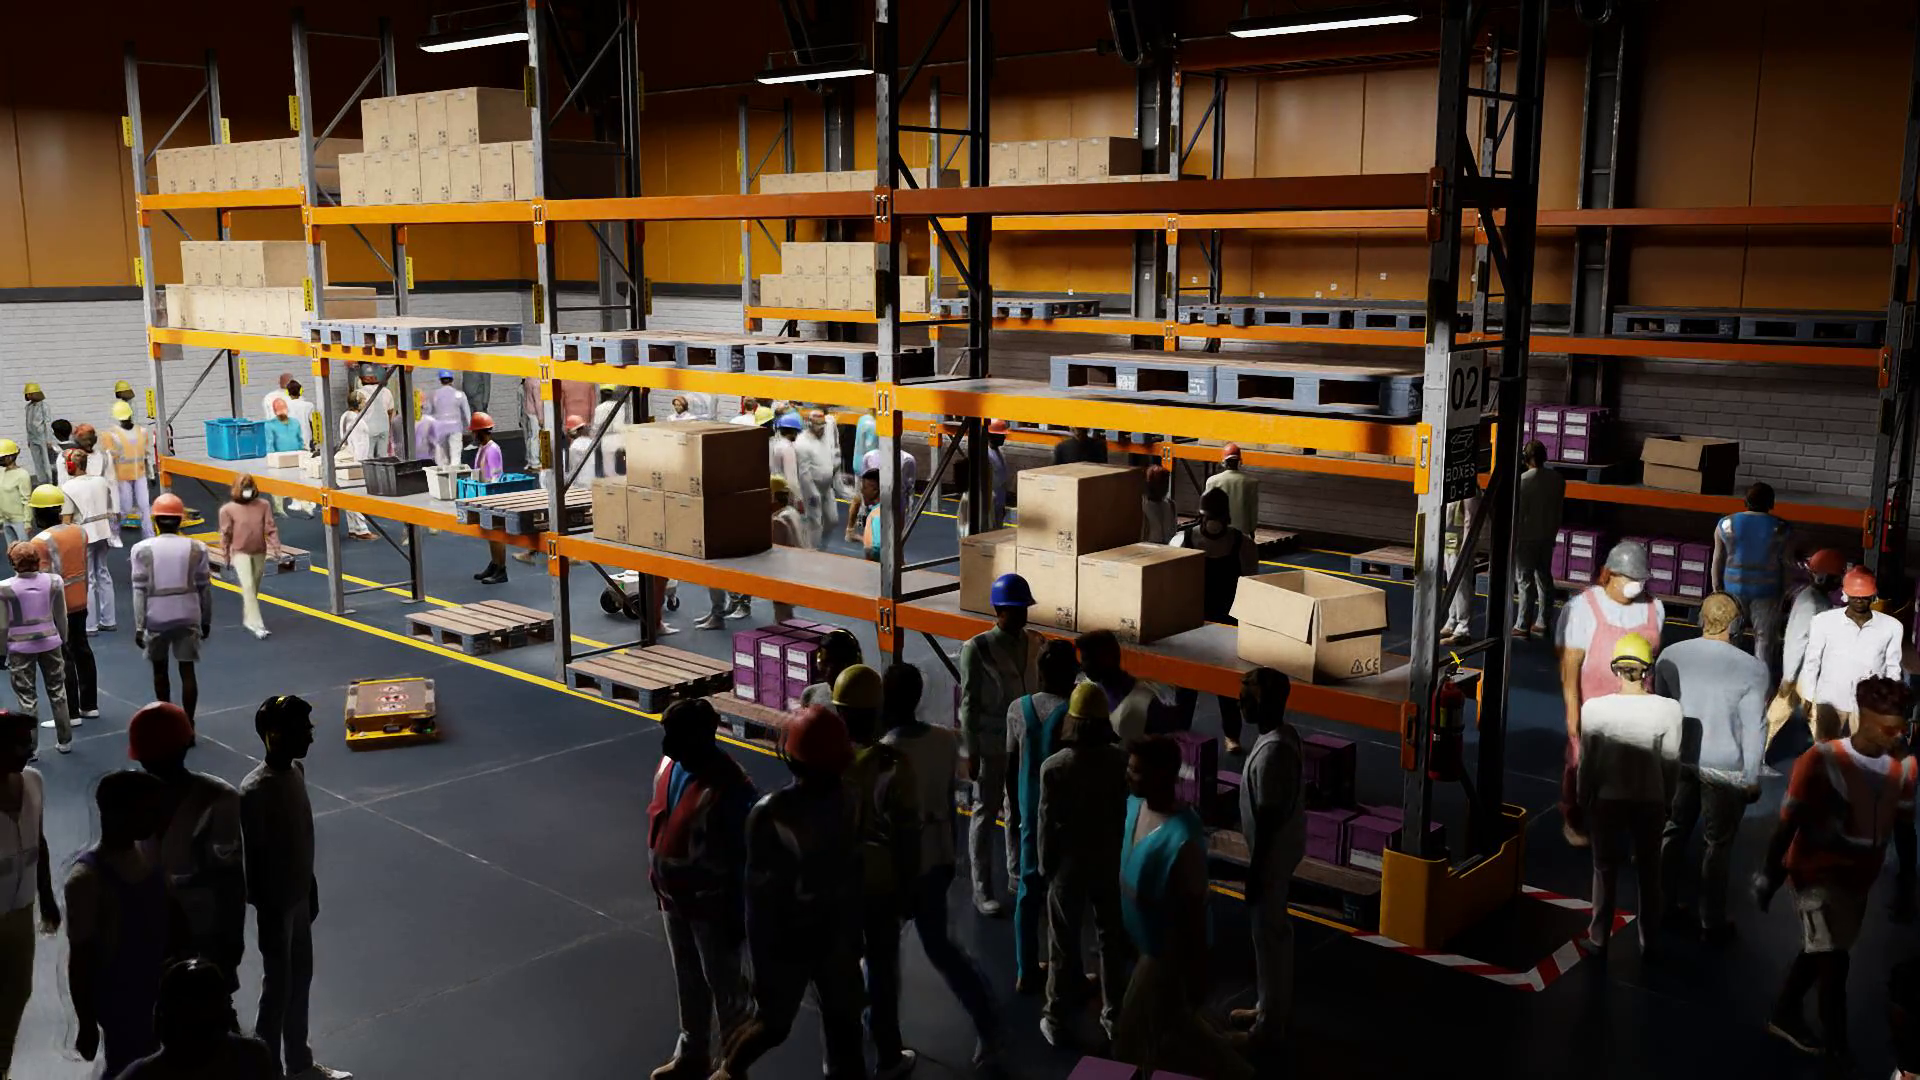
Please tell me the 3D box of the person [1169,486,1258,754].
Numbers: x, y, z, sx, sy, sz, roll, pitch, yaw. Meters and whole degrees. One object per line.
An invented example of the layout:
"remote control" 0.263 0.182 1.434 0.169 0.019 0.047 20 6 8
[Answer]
"person" 1.862 0.592 12.344 0.684 2.000 0.536 1 10 7

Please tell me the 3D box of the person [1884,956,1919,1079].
"person" 2.579 2.035 4.438 0.377 1.958 0.599 2 10 14

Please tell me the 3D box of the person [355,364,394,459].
"person" -8.828 -1.620 24.853 0.538 2.000 0.689 7 12 33

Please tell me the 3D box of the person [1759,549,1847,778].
"person" 5.953 0.892 11.603 0.890 1.699 0.570 6 12 30

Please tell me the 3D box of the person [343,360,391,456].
"person" -10.381 -2.262 28.785 1.057 1.926 0.653 -3 10 -16

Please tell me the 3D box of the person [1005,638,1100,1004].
"person" 0.471 1.398 8.338 0.515 1.843 0.326 6 12 31

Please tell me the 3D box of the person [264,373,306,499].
"person" -10.113 -1.584 25.123 0.640 1.877 0.743 -1 10 -4

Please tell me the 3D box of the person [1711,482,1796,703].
"person" 6.580 0.433 13.810 0.636 1.840 0.429 6 12 32

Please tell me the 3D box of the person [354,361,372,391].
"person" -10.032 -2.154 28.076 0.366 1.964 0.610 -4 11 -23

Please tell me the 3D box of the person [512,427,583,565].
"person" -4.872 -0.513 19.658 0.840 1.651 0.545 2 10 11

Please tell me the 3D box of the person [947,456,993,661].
"person" 0.183 0.205 14.993 0.578 1.873 0.626 2 10 11

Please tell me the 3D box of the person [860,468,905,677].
"person" -0.647 0.338 14.174 0.394 1.910 0.584 0 10 2

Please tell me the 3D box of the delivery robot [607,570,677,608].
"delivery robot" -3.269 0.441 17.130 0.707 0.478 0.477 -10 14 -43

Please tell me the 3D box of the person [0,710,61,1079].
"person" -4.189 1.622 7.201 0.453 1.806 0.616 2 10 12

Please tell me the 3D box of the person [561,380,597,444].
"person" -6.505 -2.127 28.283 0.644 1.858 0.996 -3 11 -18

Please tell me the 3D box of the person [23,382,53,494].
"person" -13.920 -1.514 25.119 0.486 1.736 0.323 4 11 22

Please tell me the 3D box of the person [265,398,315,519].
"person" -9.269 -1.115 22.965 0.742 1.695 0.627 8 13 37

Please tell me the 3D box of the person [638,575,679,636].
"person" -2.977 -0.012 16.149 0.388 1.904 0.603 -5 11 -28

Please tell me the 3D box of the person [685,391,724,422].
"person" -3.963 -1.707 25.681 0.613 1.922 0.526 -7 12 -36

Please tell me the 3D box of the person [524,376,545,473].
"person" -7.088 -2.085 27.810 0.376 1.931 0.625 -5 11 -28

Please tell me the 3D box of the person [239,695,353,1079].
"person" -2.928 1.584 7.257 0.333 1.860 0.509 0 10 2

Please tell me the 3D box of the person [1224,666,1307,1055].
"person" 1.446 1.493 7.824 0.349 1.841 0.501 3 11 19

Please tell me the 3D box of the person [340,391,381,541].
"person" -7.744 -0.951 21.372 0.370 1.934 0.627 -7 12 -34

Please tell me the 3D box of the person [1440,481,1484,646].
"person" 4.724 0.087 15.777 0.429 1.840 0.622 1 10 4

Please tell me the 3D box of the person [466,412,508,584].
"person" -5.296 -0.469 18.649 0.376 1.934 0.546 -5 11 -27

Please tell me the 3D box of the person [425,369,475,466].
"person" -7.860 -1.683 25.618 0.726 1.884 0.874 -1 10 -7

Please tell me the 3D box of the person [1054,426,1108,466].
"person" 1.382 -0.492 18.748 0.620 1.929 1.057 -1 10 -6

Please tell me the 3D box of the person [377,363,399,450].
"person" -10.308 -2.354 29.817 0.339 1.747 0.573 5 11 26

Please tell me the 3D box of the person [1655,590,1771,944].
"person" 4.071 1.229 9.079 0.374 1.932 0.622 -7 12 -35

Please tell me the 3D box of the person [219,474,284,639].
"person" -6.869 0.149 16.128 0.859 1.586 0.501 9 13 42

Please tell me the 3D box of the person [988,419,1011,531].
"person" 0.382 -0.390 18.190 0.364 1.935 0.553 4 11 22

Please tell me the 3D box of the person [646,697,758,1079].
"person" -1.147 1.582 7.316 0.429 1.840 0.629 -9 14 -43

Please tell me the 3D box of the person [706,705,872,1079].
"person" -0.669 1.599 6.814 0.644 1.999 1.003 -9 14 -43

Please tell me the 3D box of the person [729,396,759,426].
"person" -2.752 -0.991 21.881 0.566 1.836 0.381 1 10 7

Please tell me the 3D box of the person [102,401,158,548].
"person" -10.366 -0.806 20.732 0.671 1.893 0.629 6 12 29

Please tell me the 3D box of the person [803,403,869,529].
"person" -1.684 -1.055 22.261 0.980 1.844 0.600 -1 10 -4

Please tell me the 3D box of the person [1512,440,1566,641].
"person" 5.502 0.004 15.974 0.627 1.935 0.371 -5 11 -25

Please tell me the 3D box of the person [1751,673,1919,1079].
"person" 3.994 1.525 7.460 0.666 1.897 0.965 -3 10 -16
